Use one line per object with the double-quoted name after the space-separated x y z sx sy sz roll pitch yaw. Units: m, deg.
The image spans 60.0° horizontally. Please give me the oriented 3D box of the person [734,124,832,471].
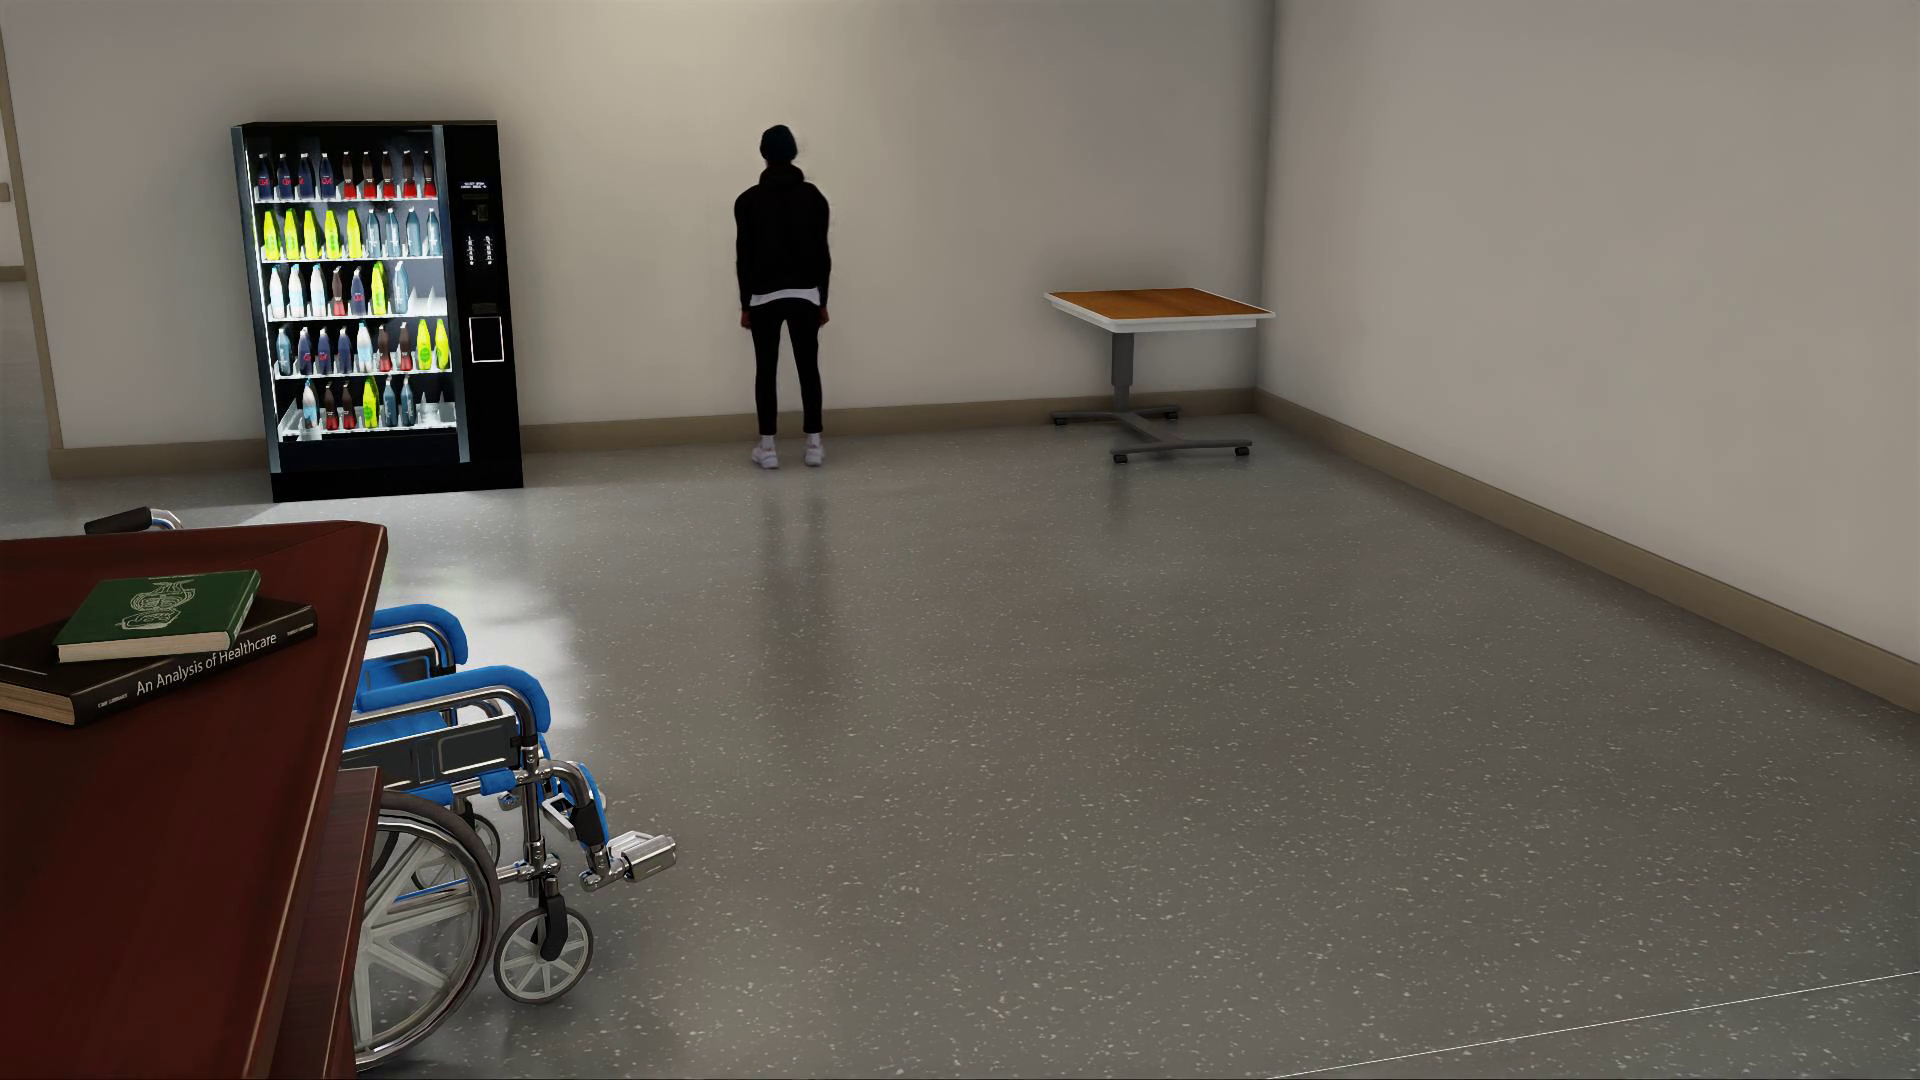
-0.941 -1.301 8.927 0.502 1.818 0.717 -4 16 -14 "person"
